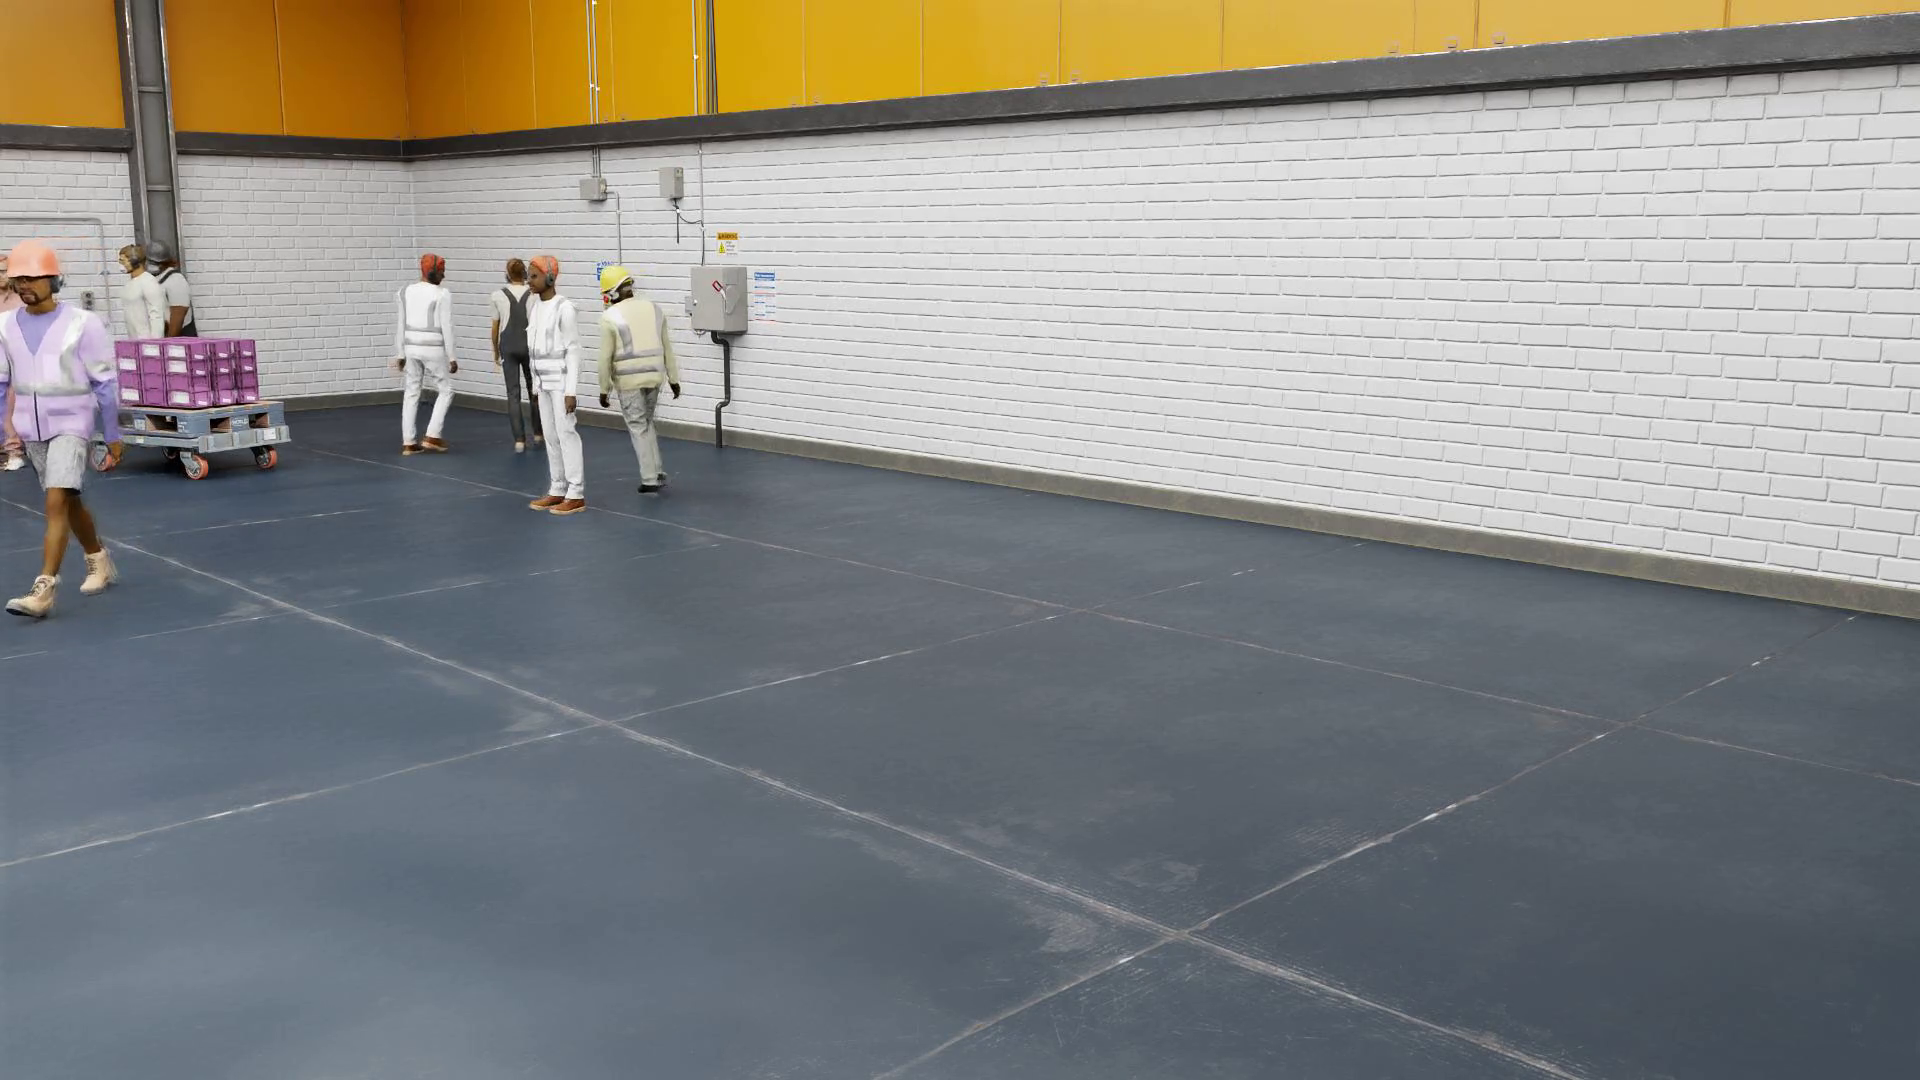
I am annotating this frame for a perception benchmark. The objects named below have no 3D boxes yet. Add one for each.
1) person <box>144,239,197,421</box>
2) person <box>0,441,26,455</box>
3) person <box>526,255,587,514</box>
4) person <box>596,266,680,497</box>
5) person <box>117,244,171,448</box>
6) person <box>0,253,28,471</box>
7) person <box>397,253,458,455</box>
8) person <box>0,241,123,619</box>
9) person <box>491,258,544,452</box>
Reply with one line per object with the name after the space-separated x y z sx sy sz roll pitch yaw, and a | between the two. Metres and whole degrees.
-8.063 -2.080 16.884 0.698 2.000 0.543 10 14 43 | person
-8.706 -1.645 15.339 0.563 1.718 0.759 5 12 28 | person
-2.953 -1.120 12.122 0.372 1.877 0.602 -9 14 -41 | person
-2.519 -1.221 12.893 0.538 1.785 0.665 10 14 43 | person
-7.822 -1.856 15.947 0.355 1.936 0.637 -10 14 -44 | person
-8.221 -1.572 14.568 0.641 1.877 0.781 -3 11 -13 | person
-4.945 -1.706 15.355 0.621 1.864 0.473 4 11 19 | person
-4.923 -0.605 8.991 0.628 1.987 1.077 0 10 2 | person
-4.185 -1.765 15.839 0.509 1.795 0.924 -3 11 -14 | person
